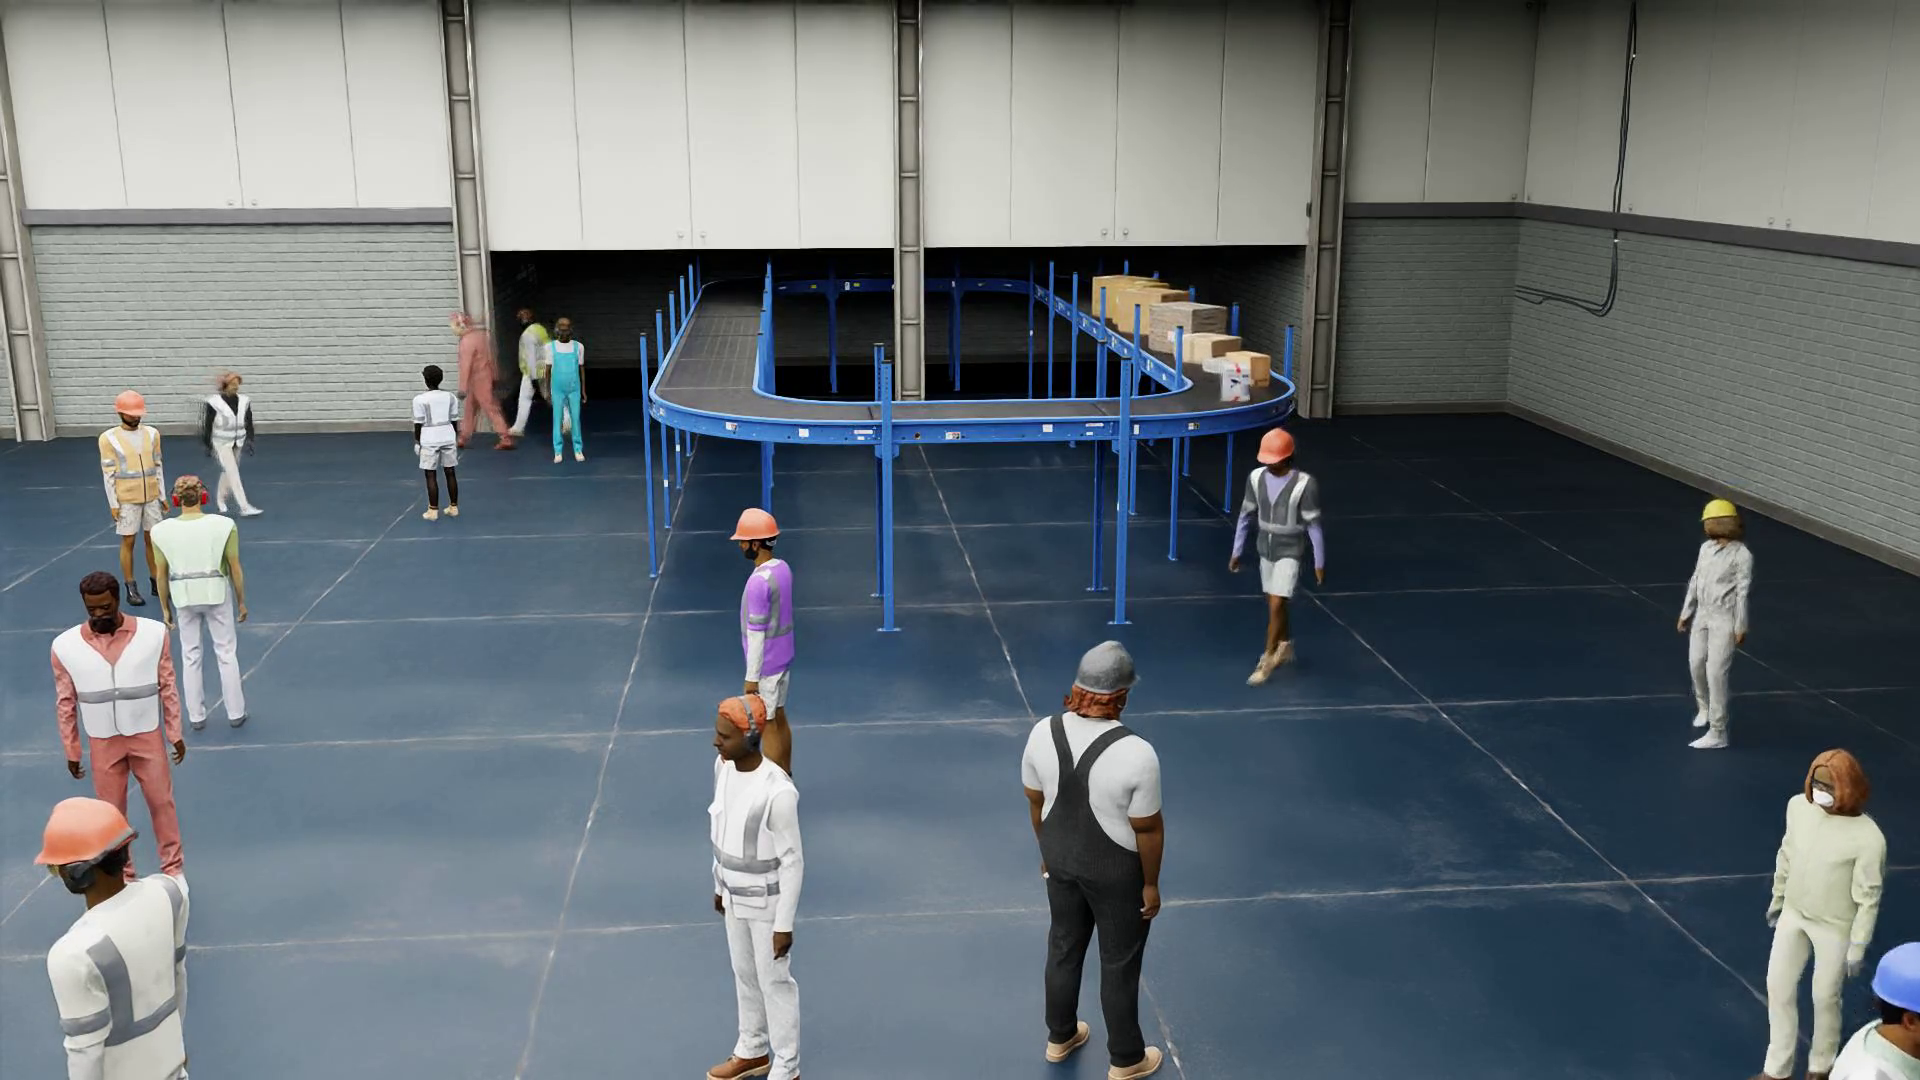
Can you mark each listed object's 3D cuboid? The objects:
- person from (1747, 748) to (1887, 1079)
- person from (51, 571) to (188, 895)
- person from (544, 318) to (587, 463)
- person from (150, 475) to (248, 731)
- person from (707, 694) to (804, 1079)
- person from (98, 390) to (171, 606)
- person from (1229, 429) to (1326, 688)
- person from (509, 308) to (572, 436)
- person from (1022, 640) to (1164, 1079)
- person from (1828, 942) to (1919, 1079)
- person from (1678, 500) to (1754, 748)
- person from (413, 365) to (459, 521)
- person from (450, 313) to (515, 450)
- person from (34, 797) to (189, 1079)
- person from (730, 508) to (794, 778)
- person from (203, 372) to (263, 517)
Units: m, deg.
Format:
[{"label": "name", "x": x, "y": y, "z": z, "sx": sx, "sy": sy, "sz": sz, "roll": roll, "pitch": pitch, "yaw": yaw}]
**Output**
[{"label": "person", "x": 3.714, "y": 1.691, "z": 7.247, "sx": 0.441, "sy": 1.621, "sz": 0.538, "roll": -6, "pitch": 15, "yaw": -23}, {"label": "person", "x": -4.588, "y": 1.080, "z": 9.116, "sx": 0.597, "sy": 1.907, "sz": 0.408, "roll": -7, "pitch": 15, "yaw": -25}, {"label": "person", "x": -5.008, "y": -1.904, "z": 21.169, "sx": 0.504, "sy": 1.847, "sz": 0.345, "roll": -5, "pitch": 15, "yaw": -19}, {"label": "person", "x": -5.353, "y": 0.456, "z": 11.750, "sx": 0.562, "sy": 1.836, "sz": 0.397, "roll": -4, "pitch": 15, "yaw": -16}, {"label": "person", "x": -0.893, "y": 1.563, "z": 7.218, "sx": 0.346, "sy": 1.882, "sz": 0.578, "roll": -11, "pitch": 18, "yaw": -36}, {"label": "person", "x": -7.365, "y": -0.386, "z": 14.916, "sx": 0.362, "sy": 1.934, "sz": 0.543, "roll": 10, "pitch": 17, "yaw": 34}, {"label": "person", "x": 2.409, "y": 0.121, "z": 12.771, "sx": 0.750, "sy": 1.979, "sz": 0.916, "roll": 13, "pitch": 19, "yaw": 43}, {"label": "person", "x": -5.830, "y": -2.311, "z": 22.915, "sx": 0.929, "sy": 1.802, "sz": 0.670, "roll": 2, "pitch": 14, "yaw": 9}, {"label": "person", "x": 0.648, "y": 1.421, "z": 7.468, "sx": 0.683, "sy": 2.000, "sz": 0.537, "roll": 11, "pitch": 18, "yaw": 36}, {"label": "person", "x": 2.765, "y": 2.093, "z": 4.991, "sx": 0.429, "sy": 1.934, "sz": 0.615, "roll": 8, "pitch": 16, "yaw": 30}, {"label": "person", "x": 5.293, "y": 0.570, "z": 11.610, "sx": 0.543, "sy": 1.691, "sz": 0.549, "roll": -5, "pitch": 15, "yaw": -18}, {"label": "person", "x": -5.691, "y": -1.061, "z": 18.122, "sx": 0.319, "sy": 1.690, "sz": 0.535, "roll": 13, "pitch": 19, "yaw": 41}, {"label": "person", "x": -6.387, "y": -2.060, "z": 21.833, "sx": 1.031, "sy": 1.828, "sz": 0.653, "roll": -2, "pitch": 14, "yaw": -7}, {"label": "person", "x": -2.898, "y": 1.847, "z": 5.767, "sx": 0.377, "sy": 2.041, "sz": 0.607, "roll": 2, "pitch": 14, "yaw": 7}, {"label": "person", "x": -1.230, "y": 0.751, "z": 10.388, "sx": 0.376, "sy": 1.931, "sz": 0.540, "roll": 3, "pitch": 14, "yaw": 11}, {"label": "person", "x": -8.051, "y": -1.054, "z": 18.279, "sx": 0.806, "sy": 1.591, "sz": 0.517, "roll": 8, "pitch": 16, "yaw": 29}]
